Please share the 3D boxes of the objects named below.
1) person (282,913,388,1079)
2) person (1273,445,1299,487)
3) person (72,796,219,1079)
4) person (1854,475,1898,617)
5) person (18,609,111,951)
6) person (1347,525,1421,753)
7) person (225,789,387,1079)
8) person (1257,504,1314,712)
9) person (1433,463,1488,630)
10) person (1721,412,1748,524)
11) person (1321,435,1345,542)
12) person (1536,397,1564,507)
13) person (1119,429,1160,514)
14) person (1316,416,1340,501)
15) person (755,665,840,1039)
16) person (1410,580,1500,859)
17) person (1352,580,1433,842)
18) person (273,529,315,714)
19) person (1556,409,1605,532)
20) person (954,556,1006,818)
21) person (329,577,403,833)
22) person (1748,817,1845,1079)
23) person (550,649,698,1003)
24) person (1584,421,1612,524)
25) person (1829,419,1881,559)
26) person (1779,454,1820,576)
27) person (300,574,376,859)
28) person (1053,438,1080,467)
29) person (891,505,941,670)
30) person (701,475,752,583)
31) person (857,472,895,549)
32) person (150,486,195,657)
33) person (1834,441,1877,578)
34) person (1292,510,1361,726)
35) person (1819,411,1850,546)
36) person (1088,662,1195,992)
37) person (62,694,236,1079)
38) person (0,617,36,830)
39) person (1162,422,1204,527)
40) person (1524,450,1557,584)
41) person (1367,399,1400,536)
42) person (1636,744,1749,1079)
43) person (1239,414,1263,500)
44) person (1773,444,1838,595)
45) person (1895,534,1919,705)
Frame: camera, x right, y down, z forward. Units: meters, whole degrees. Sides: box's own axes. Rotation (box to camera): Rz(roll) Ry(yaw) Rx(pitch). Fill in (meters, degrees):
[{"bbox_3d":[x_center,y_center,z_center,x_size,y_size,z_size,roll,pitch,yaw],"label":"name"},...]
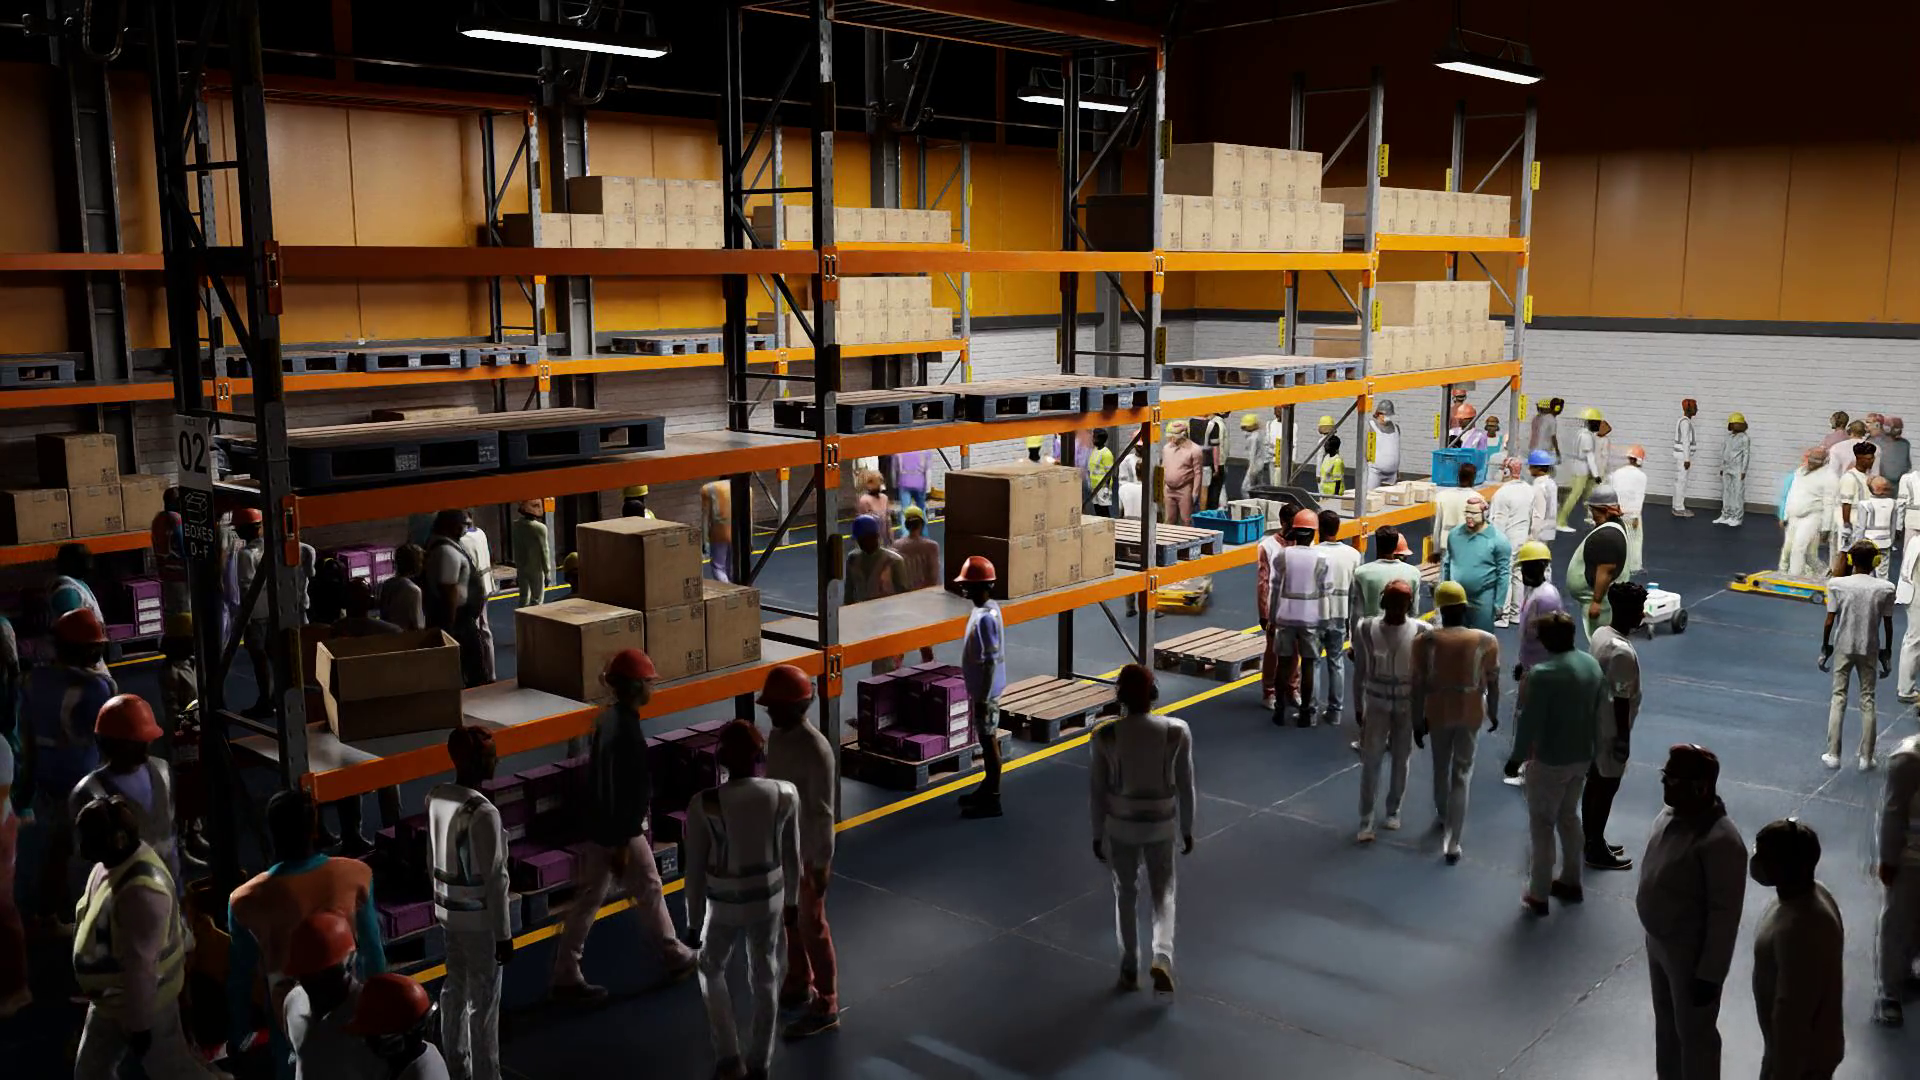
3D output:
[{"bbox_3d":[-2.240,2.175,6.231,0.564,1.724,0.729,4,10,20],"label":"person"},{"bbox_3d":[4.280,-0.475,21.969,0.339,1.761,0.524,8,12,39],"label":"person"},{"bbox_3d":[-3.574,1.969,7.282,0.941,1.798,0.635,-7,12,-37],"label":"person"},{"bbox_3d":[10.446,0.080,19.010,0.522,1.636,0.310,-2,10,-12],"label":"person"},{"bbox_3d":[-5.278,1.395,10.081,0.615,1.992,1.002,5,11,26],"label":"person"},{"bbox_3d":[3.501,0.830,13.728,0.596,1.911,0.387,-2,10,-10],"label":"person"},{"bbox_3d":[-2.720,1.973,6.930,0.563,1.892,0.599,9,13,43],"label":"person"},{"bbox_3d":[2.943,0.605,15.088,0.596,1.907,0.405,-5,11,-25],"label":"person"},{"bbox_3d":[5.481,0.106,18.140,0.629,1.889,0.722,9,13,44],"label":"person"},{"bbox_3d":[12.057,-1.116,25.859,0.333,1.735,0.490,7,12,36],"label":"person"},{"bbox_3d":[5.170,-0.631,23.098,0.320,1.695,0.534,-1,10,-8],"label":"person"},{"bbox_3d":[9.764,-1.437,27.448,0.654,1.839,0.528,1,10,4],"label":"person"},{"bbox_3d":[2.318,-0.471,21.415,0.552,1.933,0.377,-2,10,-12],"label":"person"},{"bbox_3d":[5.578,-1.027,25.339,0.483,1.737,0.319,-8,12,-39],"label":"person"},{"bbox_3d":[-0.871,1.622,8.779,0.410,1.984,0.618,-6,11,-30],"label":"person"},{"bbox_3d":[3.433,1.212,11.579,0.594,1.862,1.044,3,10,19],"label":"person"},{"bbox_3d":[3.028,1.209,11.671,0.565,1.846,0.885,3,10,16],"label":"person"},{"bbox_3d":[-6.025,0.649,14.961,0.510,1.860,0.333,1,10,6],"label":"person"},{"bbox_3d":[9.443,-1.021,24.876,0.994,1.874,0.596,4,10,25],"label":"person"},{"bbox_3d":[0.147,1.073,12.186,0.379,1.938,0.547,0,10,-1],"label":"person"},{"bbox_3d":[-4.072,1.207,11.386,0.632,1.940,0.372,-2,10,-9],"label":"person"},{"bbox_3d":[3.260,2.029,6.545,0.394,1.926,0.642,5,11,29],"label":"person"},{"bbox_3d":[-1.854,1.575,9.186,0.967,1.933,0.632,-5,11,-30],"label":"person"},{"bbox_3d":[9.925,-1.057,25.809,0.286,1.633,0.498,1,10,7],"label":"person"},{"bbox_3d":[12.106,-0.666,22.565,0.634,1.937,0.355,2,10,15],"label":"person"},{"bbox_3d":[10.722,-0.312,21.201,0.580,1.701,0.762,1,10,8],"label":"person"},{"bbox_3d":[-4.283,1.201,11.338,0.607,1.966,0.367,4,10,24],"label":"person"},{"bbox_3d":[1.636,-1.012,25.524,0.514,1.640,0.311,-8,12,-38],"label":"person"},{"bbox_3d":[-0.444,0.533,16.100,0.561,1.708,0.858,3,10,17],"label":"person"},{"bbox_3d":[-2.638,-0.043,18.938,0.605,1.908,0.577,-5,11,-28],"label":"person"},{"bbox_3d":[-0.937,0.005,19.501,0.637,1.612,0.523,6,11,34],"label":"person"},{"bbox_3d":[-7.779,0.379,16.626,0.625,1.841,0.429,7,12,36],"label":"person"},{"bbox_3d":[10.595,-0.196,19.686,0.611,1.961,0.364,-9,13,-42],"label":"person"},{"bbox_3d":[3.220,0.687,14.596,0.600,1.906,0.414,-3,10,-19],"label":"person"},{"bbox_3d":[12.572,-0.886,23.876,0.636,1.939,0.362,-5,11,-28],"label":"person"},{"bbox_3d":[1.003,1.612,9.183,0.595,1.867,0.539,0,10,2],"label":"person"},{"bbox_3d":[-4.032,1.727,8.090,0.750,2.037,0.624,3,10,17],"label":"person"},{"bbox_3d":[-6.887,1.171,11.879,0.517,1.842,0.325,7,12,37],"label":"person"},{"bbox_3d":[2.981,-0.662,22.645,0.645,1.905,0.400,9,13,43],"label":"person"},{"bbox_3d":[6.566,-0.056,18.898,0.404,1.945,0.614,6,11,32],"label":"person"},{"bbox_3d":[6.304,-1.086,24.771,0.678,2.000,0.537,-4,10,-22],"label":"person"},{"bbox_3d":[3.287,1.857,7.595,0.400,1.910,0.643,0,10,1],"label":"person"},{"bbox_3d":[4.566,-1.117,25.945,0.643,1.704,0.565,1,10,5],"label":"person"},{"bbox_3d":[10.360,-0.245,20.287,0.737,1.869,0.663,-2,10,-9],"label":"person"},{"bbox_3d":[8.845,0.597,15.337,0.394,1.836,0.561,4,10,23],"label":"person"}]
